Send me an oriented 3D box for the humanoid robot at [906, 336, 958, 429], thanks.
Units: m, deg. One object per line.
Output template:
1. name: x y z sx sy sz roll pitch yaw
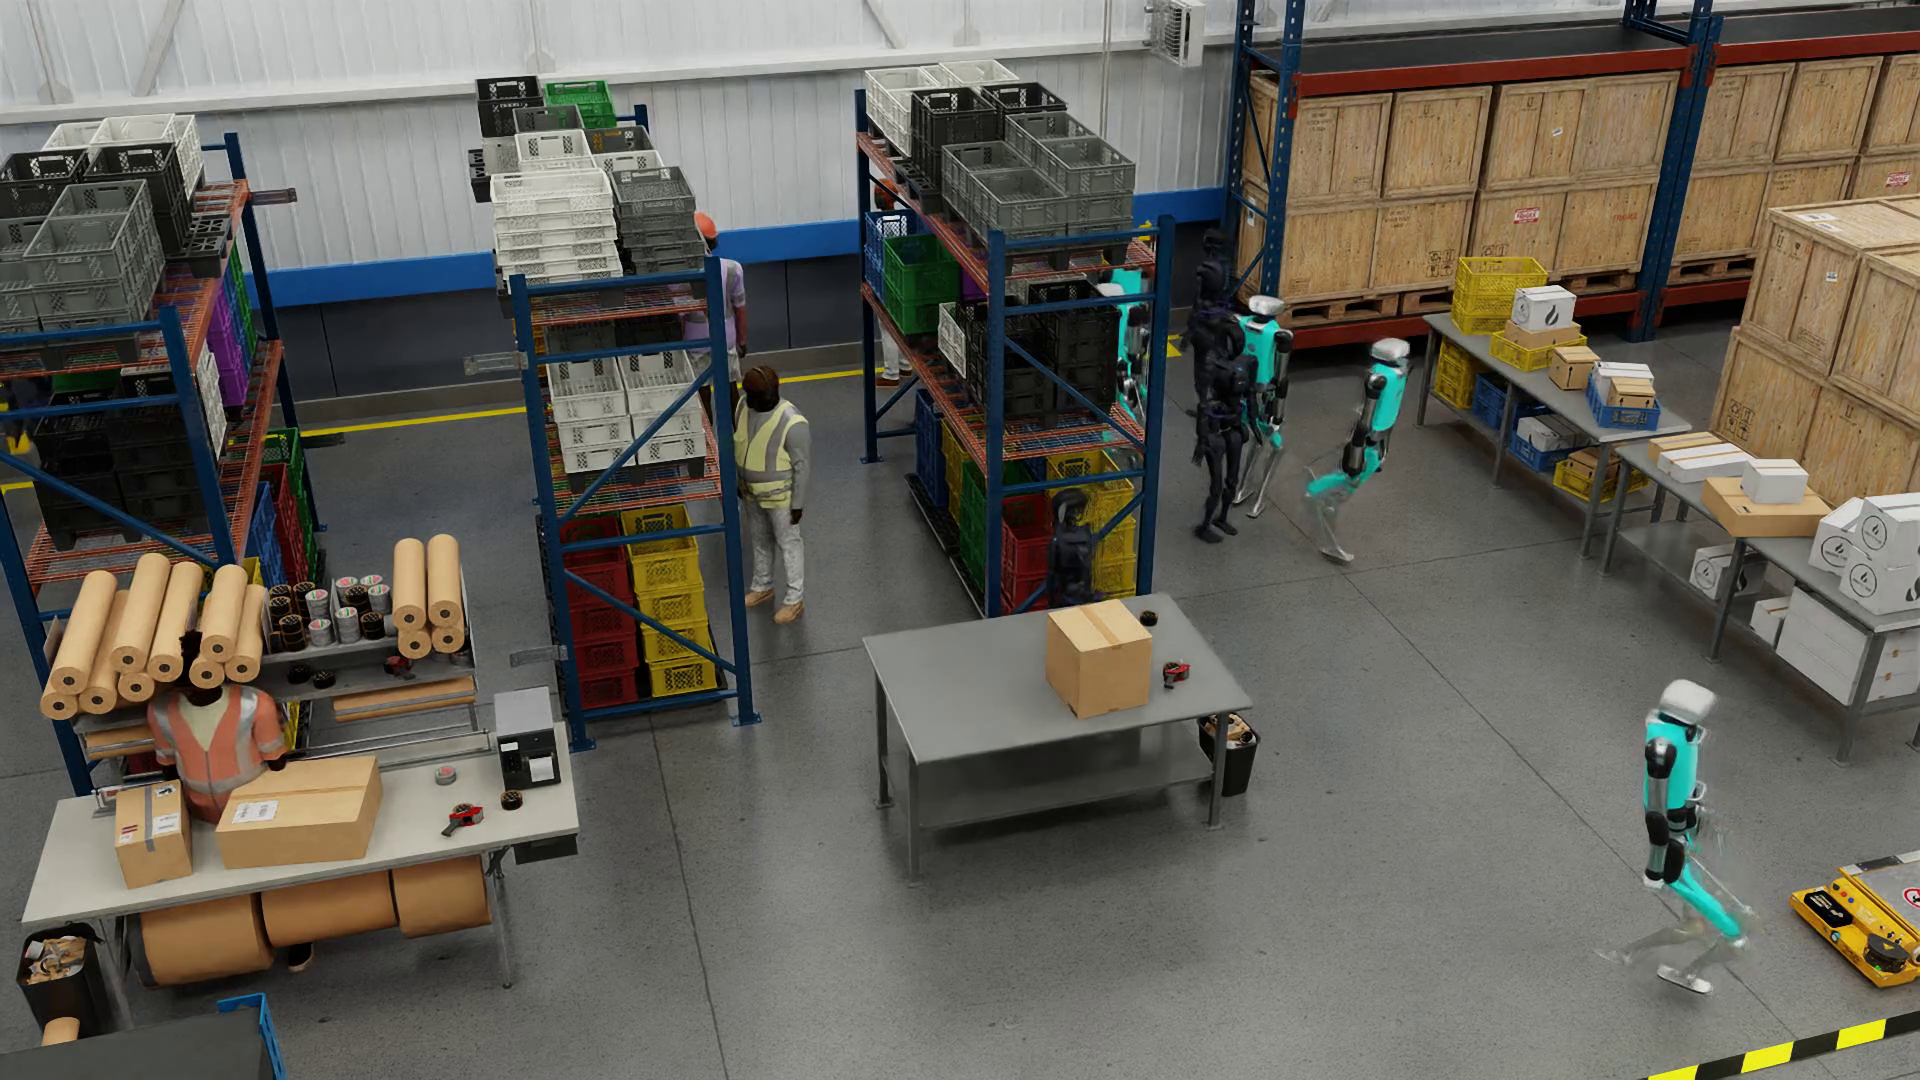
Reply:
1. humanoid robot: -0.182 -1.606 13.670 0.559 1.632 0.608 -11 31 -19

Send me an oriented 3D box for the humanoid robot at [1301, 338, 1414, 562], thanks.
1. humanoid robot: 2.730 -0.578 11.798 0.739 1.891 0.545 21 35 33

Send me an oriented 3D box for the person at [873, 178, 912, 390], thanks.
1. person: -0.613 -2.237 14.555 0.340 1.882 0.582 15 32 25

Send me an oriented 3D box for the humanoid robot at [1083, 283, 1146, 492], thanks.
1. humanoid robot: 1.172 -1.007 12.499 0.539 1.741 1.019 -7 30 -13

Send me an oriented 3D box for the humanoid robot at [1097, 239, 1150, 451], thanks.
1. humanoid robot: 1.448 -1.501 13.360 0.591 1.766 0.863 -20 35 -32

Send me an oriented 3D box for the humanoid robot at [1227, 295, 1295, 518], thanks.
1. humanoid robot: 2.302 -1.055 12.493 0.551 1.748 0.671 22 35 34

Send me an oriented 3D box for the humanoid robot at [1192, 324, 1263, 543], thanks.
1. humanoid robot: 1.963 -0.796 12.145 0.609 1.653 0.354 -18 33 -29

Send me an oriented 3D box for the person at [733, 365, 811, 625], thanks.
1. person: -1.277 -0.312 11.103 0.618 1.837 0.430 22 35 34

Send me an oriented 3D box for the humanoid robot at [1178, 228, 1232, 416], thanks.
1. humanoid robot: 2.072 -1.815 14.003 0.326 1.652 0.610 20 34 32

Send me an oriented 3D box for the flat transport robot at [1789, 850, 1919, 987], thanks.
1. flat transport robot: 5.163 1.916 8.676 1.431 0.231 0.659 -8 30 -14

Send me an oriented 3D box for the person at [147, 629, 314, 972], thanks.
1. person: -3.537 1.278 8.083 0.603 1.957 0.364 -2 29 -4

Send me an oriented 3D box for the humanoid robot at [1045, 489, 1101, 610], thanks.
1. humanoid robot: 0.646 0.451 9.919 0.790 1.630 0.600 -9 30 -17

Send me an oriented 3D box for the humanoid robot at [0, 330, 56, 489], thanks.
1. humanoid robot: -6.752 -0.925 12.395 0.375 1.645 0.584 22 36 34

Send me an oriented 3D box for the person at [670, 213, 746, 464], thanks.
1. person: -1.993 -1.588 13.214 0.607 2.040 0.391 -11 31 -19

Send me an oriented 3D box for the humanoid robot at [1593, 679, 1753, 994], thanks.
1. humanoid robot: 3.537 1.520 7.886 0.799 1.790 0.551 18 34 29
